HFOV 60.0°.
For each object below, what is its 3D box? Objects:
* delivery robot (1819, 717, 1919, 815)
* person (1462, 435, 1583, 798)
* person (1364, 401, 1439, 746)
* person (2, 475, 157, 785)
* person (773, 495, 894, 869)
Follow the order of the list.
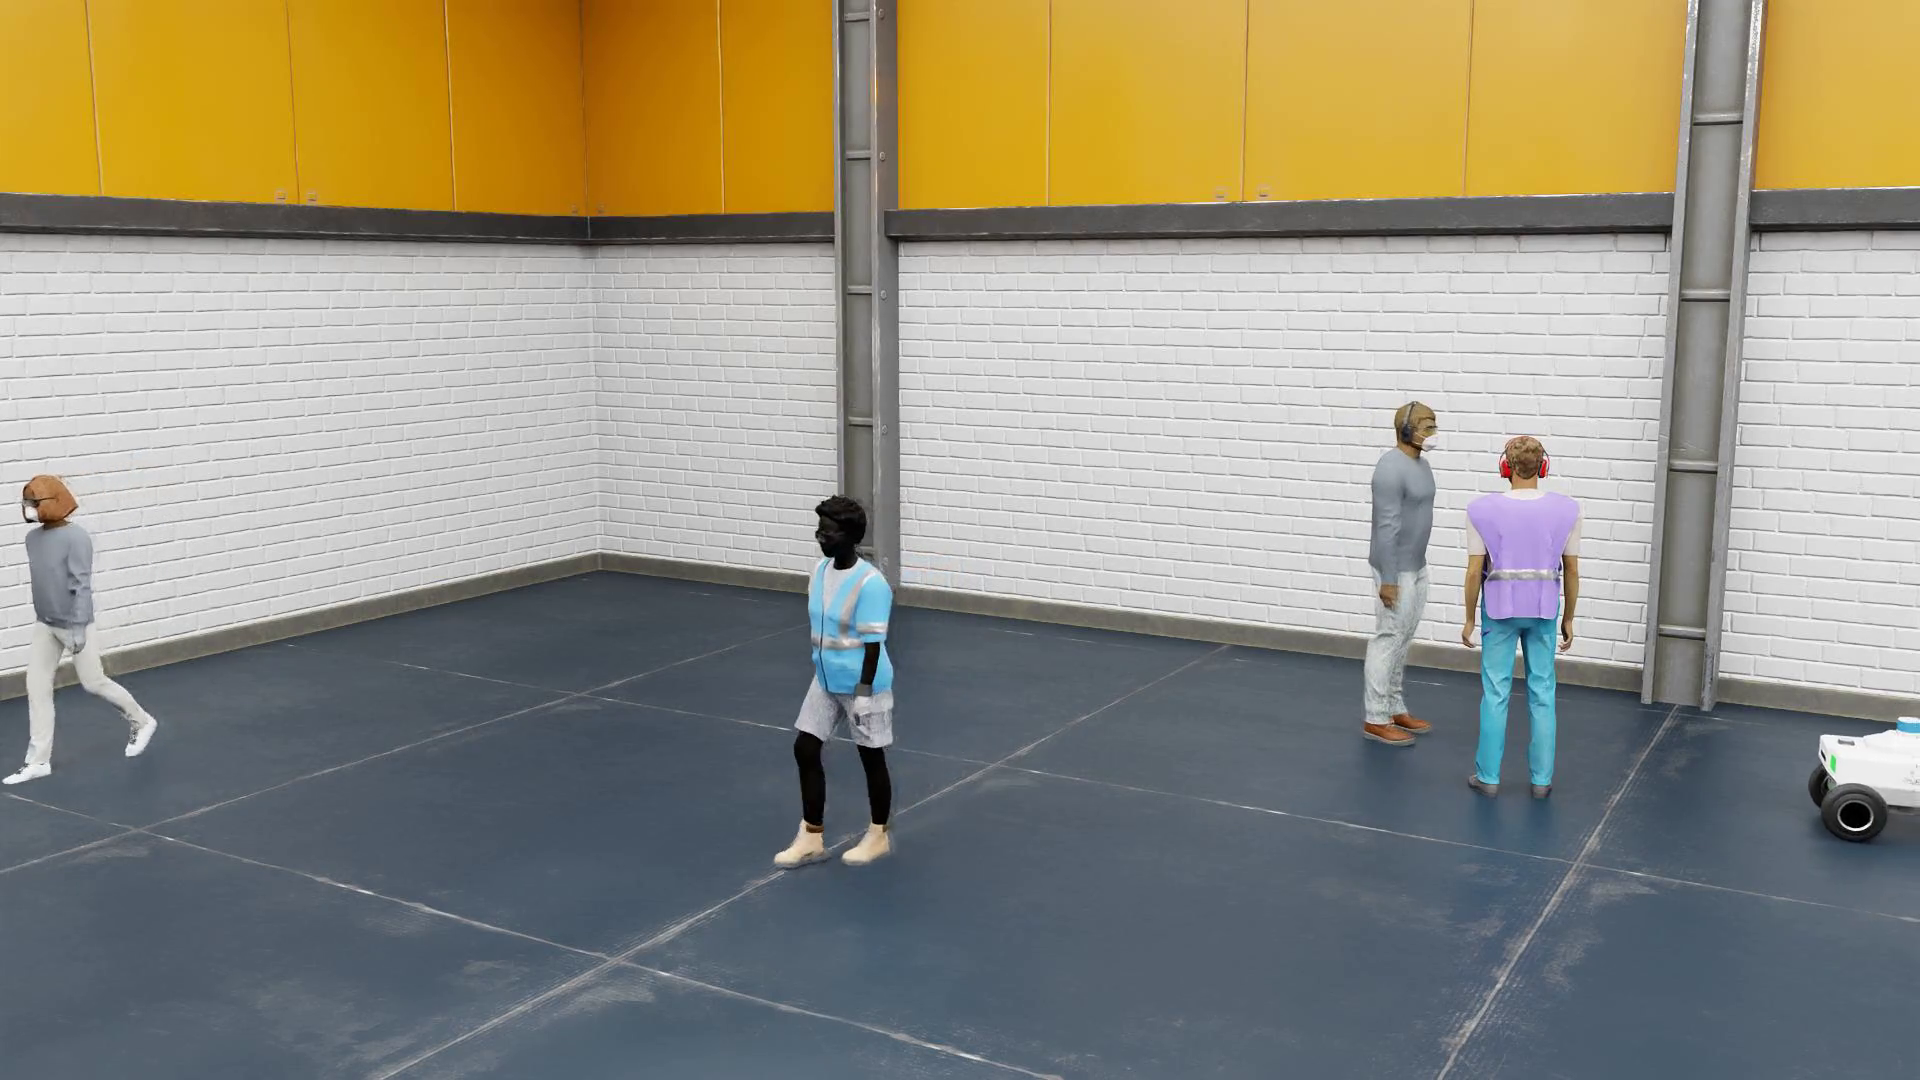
[{"bbox_3d":[4.452,1.078,7.827,0.707,0.478,0.477,3,10,19],"label":"delivery robot"},{"bbox_3d":[2.810,0.397,8.366,0.566,1.841,0.390,1,9,7],"label":"person"},{"bbox_3d":[2.504,0.177,9.435,0.355,1.936,0.635,6,11,31],"label":"person"},{"bbox_3d":[-4.713,0.439,8.848,0.507,1.607,0.776,4,10,25],"label":"person"},{"bbox_3d":[-0.570,0.645,7.296,0.656,1.671,0.558,-8,12,-41],"label":"person"}]
